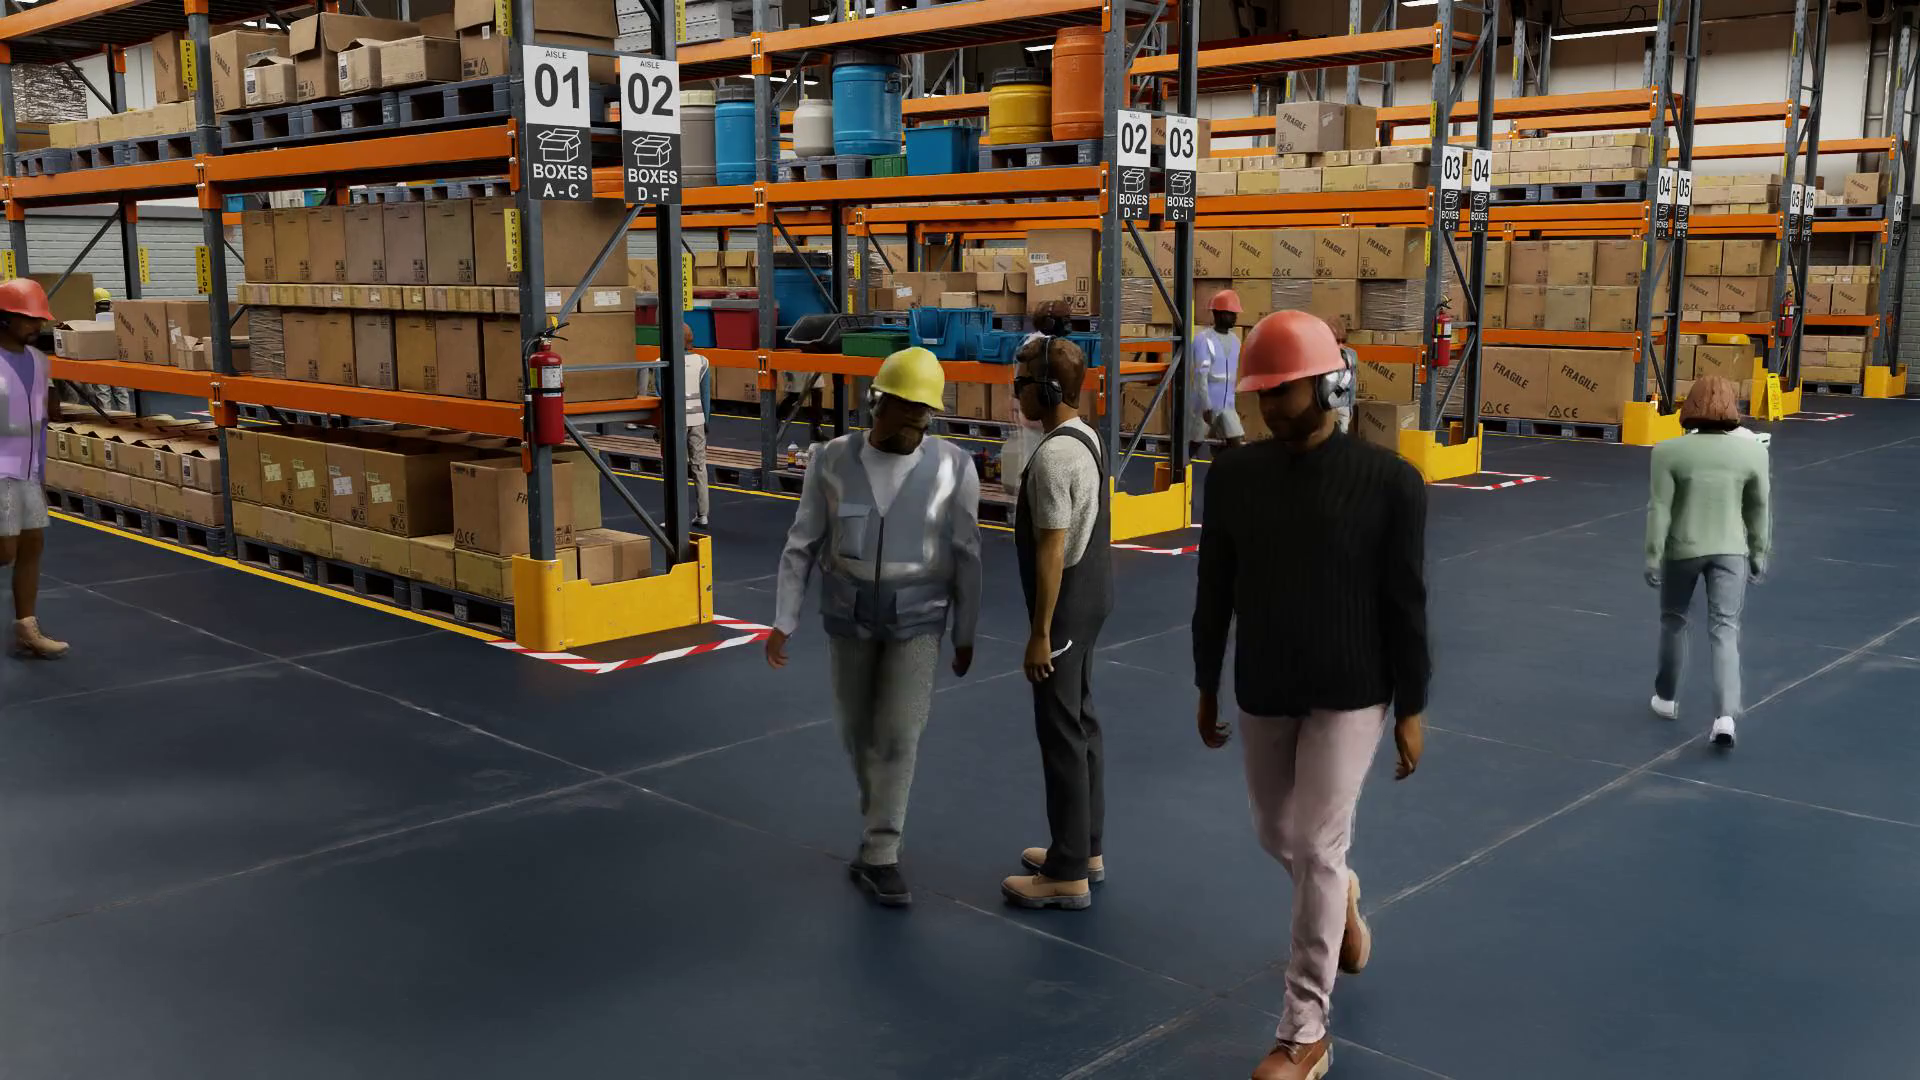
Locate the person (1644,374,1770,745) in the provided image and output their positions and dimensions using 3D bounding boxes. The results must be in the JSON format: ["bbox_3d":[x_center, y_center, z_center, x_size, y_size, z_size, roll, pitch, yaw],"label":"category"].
[{"bbox_3d":[3.290,0.070,7.323,0.517,1.594,0.849,2,9,12],"label":"person"}]

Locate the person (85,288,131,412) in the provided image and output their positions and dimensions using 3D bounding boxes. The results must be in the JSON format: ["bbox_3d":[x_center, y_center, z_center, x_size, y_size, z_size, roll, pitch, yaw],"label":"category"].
[{"bbox_3d":[-9.897,-2.000,19.283,0.404,1.830,0.599,5,11,29],"label":"person"}]

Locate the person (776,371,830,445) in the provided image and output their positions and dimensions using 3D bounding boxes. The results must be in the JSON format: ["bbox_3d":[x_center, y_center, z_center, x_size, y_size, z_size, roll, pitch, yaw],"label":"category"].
[{"bbox_3d":[-1.910,-2.107,19.650,0.894,1.936,0.608,8,12,40],"label":"person"}]

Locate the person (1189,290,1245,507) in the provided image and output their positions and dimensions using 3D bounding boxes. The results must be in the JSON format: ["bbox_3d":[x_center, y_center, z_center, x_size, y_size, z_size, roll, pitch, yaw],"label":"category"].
[{"bbox_3d":[2.152,-1.182,14.153,0.543,1.885,1.034,-5,11,-30],"label":"person"}]

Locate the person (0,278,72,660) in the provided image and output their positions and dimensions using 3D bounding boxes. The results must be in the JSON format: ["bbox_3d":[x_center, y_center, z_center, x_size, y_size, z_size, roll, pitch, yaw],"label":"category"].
[{"bbox_3d":[-5.051,-0.366,8.746,0.713,2.010,0.621,1,9,7],"label":"person"}]

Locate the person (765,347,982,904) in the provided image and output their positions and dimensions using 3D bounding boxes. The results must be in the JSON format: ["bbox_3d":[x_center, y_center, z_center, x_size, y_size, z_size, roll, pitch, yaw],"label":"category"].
[{"bbox_3d":[-0.265,0.268,5.486,0.666,1.791,0.552,1,9,7],"label":"person"}]

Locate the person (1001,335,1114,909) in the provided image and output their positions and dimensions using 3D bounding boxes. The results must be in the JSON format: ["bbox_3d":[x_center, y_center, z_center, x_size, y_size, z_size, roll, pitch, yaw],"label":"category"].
[{"bbox_3d":[0.328,0.258,5.424,0.332,1.842,0.507,2,10,15],"label":"person"}]

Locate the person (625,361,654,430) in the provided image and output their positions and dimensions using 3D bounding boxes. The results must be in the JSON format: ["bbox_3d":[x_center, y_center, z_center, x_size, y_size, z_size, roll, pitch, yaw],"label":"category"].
[{"bbox_3d":[-4.149,-2.244,21.369,0.310,1.638,0.523,6,11,34],"label":"person"}]

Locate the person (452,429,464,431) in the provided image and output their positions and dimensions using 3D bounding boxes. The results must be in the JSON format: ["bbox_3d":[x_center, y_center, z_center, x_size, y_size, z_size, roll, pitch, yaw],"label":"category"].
[{"bbox_3d":[-4.014,-1.165,13.659,0.378,1.996,0.610,9,13,43],"label":"person"}]

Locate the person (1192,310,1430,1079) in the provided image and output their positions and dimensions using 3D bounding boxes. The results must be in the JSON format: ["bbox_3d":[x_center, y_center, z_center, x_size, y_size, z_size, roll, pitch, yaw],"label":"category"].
[{"bbox_3d":[0.939,0.370,4.406,0.634,1.959,0.891,6,11,32],"label":"person"}]

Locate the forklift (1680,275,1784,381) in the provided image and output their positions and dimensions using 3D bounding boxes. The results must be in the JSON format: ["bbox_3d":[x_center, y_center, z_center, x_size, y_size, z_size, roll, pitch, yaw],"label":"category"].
[{"bbox_3d":[12.480,-3.427,27.053,1.214,2.155,2.313,9,13,43],"label":"forklift"}]

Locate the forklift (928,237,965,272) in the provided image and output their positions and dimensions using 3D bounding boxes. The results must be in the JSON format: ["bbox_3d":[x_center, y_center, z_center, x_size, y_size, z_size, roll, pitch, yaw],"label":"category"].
[{"bbox_3d":[-0.326,-5.817,39.609,1.129,2.768,1.873,9,13,43],"label":"forklift"}]

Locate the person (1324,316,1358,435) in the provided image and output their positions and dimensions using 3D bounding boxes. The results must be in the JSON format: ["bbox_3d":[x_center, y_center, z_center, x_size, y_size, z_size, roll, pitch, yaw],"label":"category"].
[{"bbox_3d":[3.277,-1.151,14.684,0.507,1.633,0.276,-5,10,-27],"label":"person"}]

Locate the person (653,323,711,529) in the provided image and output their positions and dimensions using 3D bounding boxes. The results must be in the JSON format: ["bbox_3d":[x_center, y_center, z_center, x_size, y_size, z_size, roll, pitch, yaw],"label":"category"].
[{"bbox_3d":[-2.188,-0.899,13.118,0.525,1.639,0.307,-9,13,-43],"label":"person"}]

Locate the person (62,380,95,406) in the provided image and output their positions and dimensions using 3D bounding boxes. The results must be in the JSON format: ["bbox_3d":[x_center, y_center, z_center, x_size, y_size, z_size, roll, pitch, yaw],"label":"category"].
[{"bbox_3d":[-10.877,-2.183,20.425,0.419,1.822,0.612,4,10,23],"label":"person"}]

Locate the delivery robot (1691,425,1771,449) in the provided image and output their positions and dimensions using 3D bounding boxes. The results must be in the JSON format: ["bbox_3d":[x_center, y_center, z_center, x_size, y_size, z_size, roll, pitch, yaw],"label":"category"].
[{"bbox_3d":[7.829,-1.000,16.902,0.477,0.478,0.707,-8,12,-42],"label":"delivery robot"}]

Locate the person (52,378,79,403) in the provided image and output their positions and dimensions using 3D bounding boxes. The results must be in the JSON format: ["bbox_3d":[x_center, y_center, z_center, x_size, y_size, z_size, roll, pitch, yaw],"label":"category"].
[{"bbox_3d":[-12.993,-2.776,23.839,0.631,1.893,0.452,2,10,13],"label":"person"}]

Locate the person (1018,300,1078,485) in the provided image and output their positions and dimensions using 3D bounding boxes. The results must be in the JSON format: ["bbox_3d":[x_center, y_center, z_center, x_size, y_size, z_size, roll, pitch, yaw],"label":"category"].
[{"bbox_3d":[0.743,-0.837,12.196,0.705,1.825,0.624,6,11,32],"label":"person"}]
